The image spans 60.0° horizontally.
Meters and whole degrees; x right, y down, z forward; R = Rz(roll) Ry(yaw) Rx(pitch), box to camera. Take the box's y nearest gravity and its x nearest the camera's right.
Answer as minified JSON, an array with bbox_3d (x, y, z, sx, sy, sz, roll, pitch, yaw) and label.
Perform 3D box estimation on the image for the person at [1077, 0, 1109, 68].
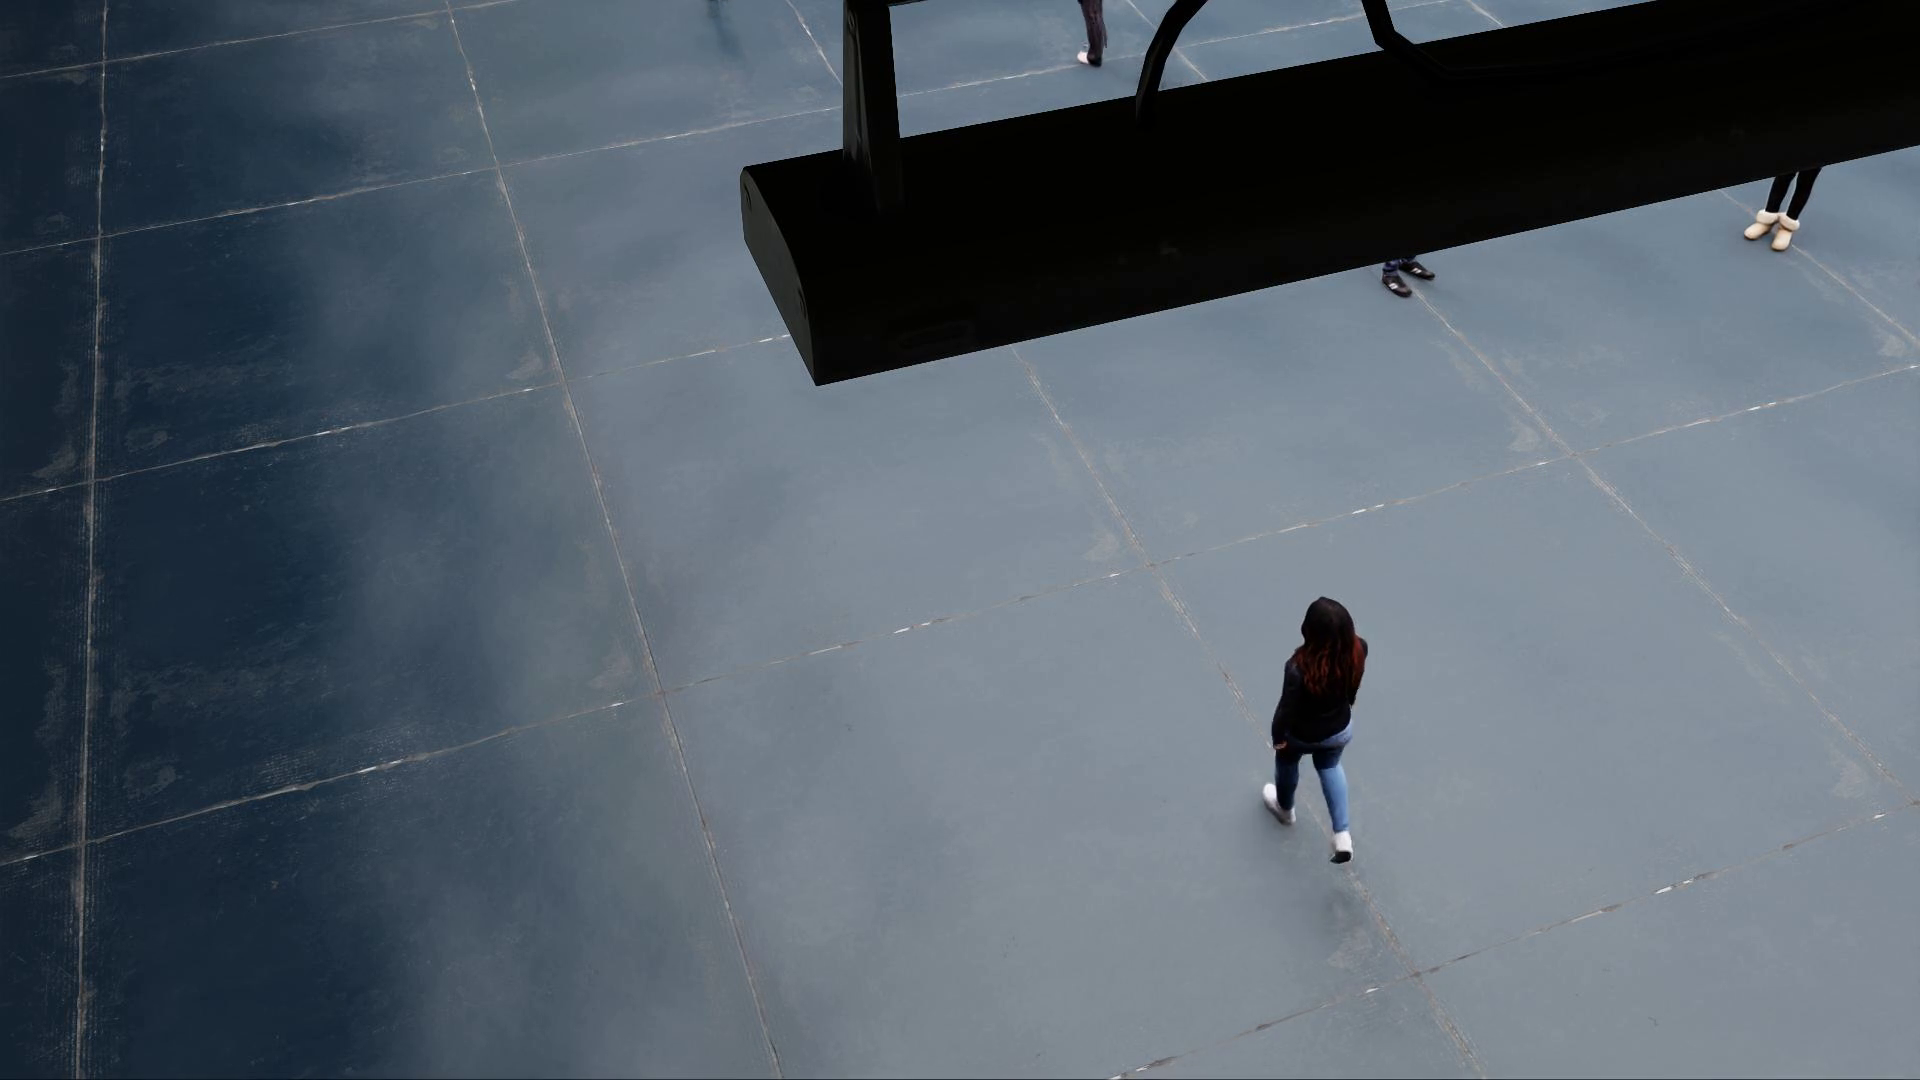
[{"bbox_3d":[1.207,-4.852,13.986,0.811,1.859,0.793,31,51,29],"label":"person"}]

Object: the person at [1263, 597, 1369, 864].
[{"bbox_3d":[1.740,0.939,7.966,0.637,1.611,0.889,-13,45,-14],"label":"person"}]
